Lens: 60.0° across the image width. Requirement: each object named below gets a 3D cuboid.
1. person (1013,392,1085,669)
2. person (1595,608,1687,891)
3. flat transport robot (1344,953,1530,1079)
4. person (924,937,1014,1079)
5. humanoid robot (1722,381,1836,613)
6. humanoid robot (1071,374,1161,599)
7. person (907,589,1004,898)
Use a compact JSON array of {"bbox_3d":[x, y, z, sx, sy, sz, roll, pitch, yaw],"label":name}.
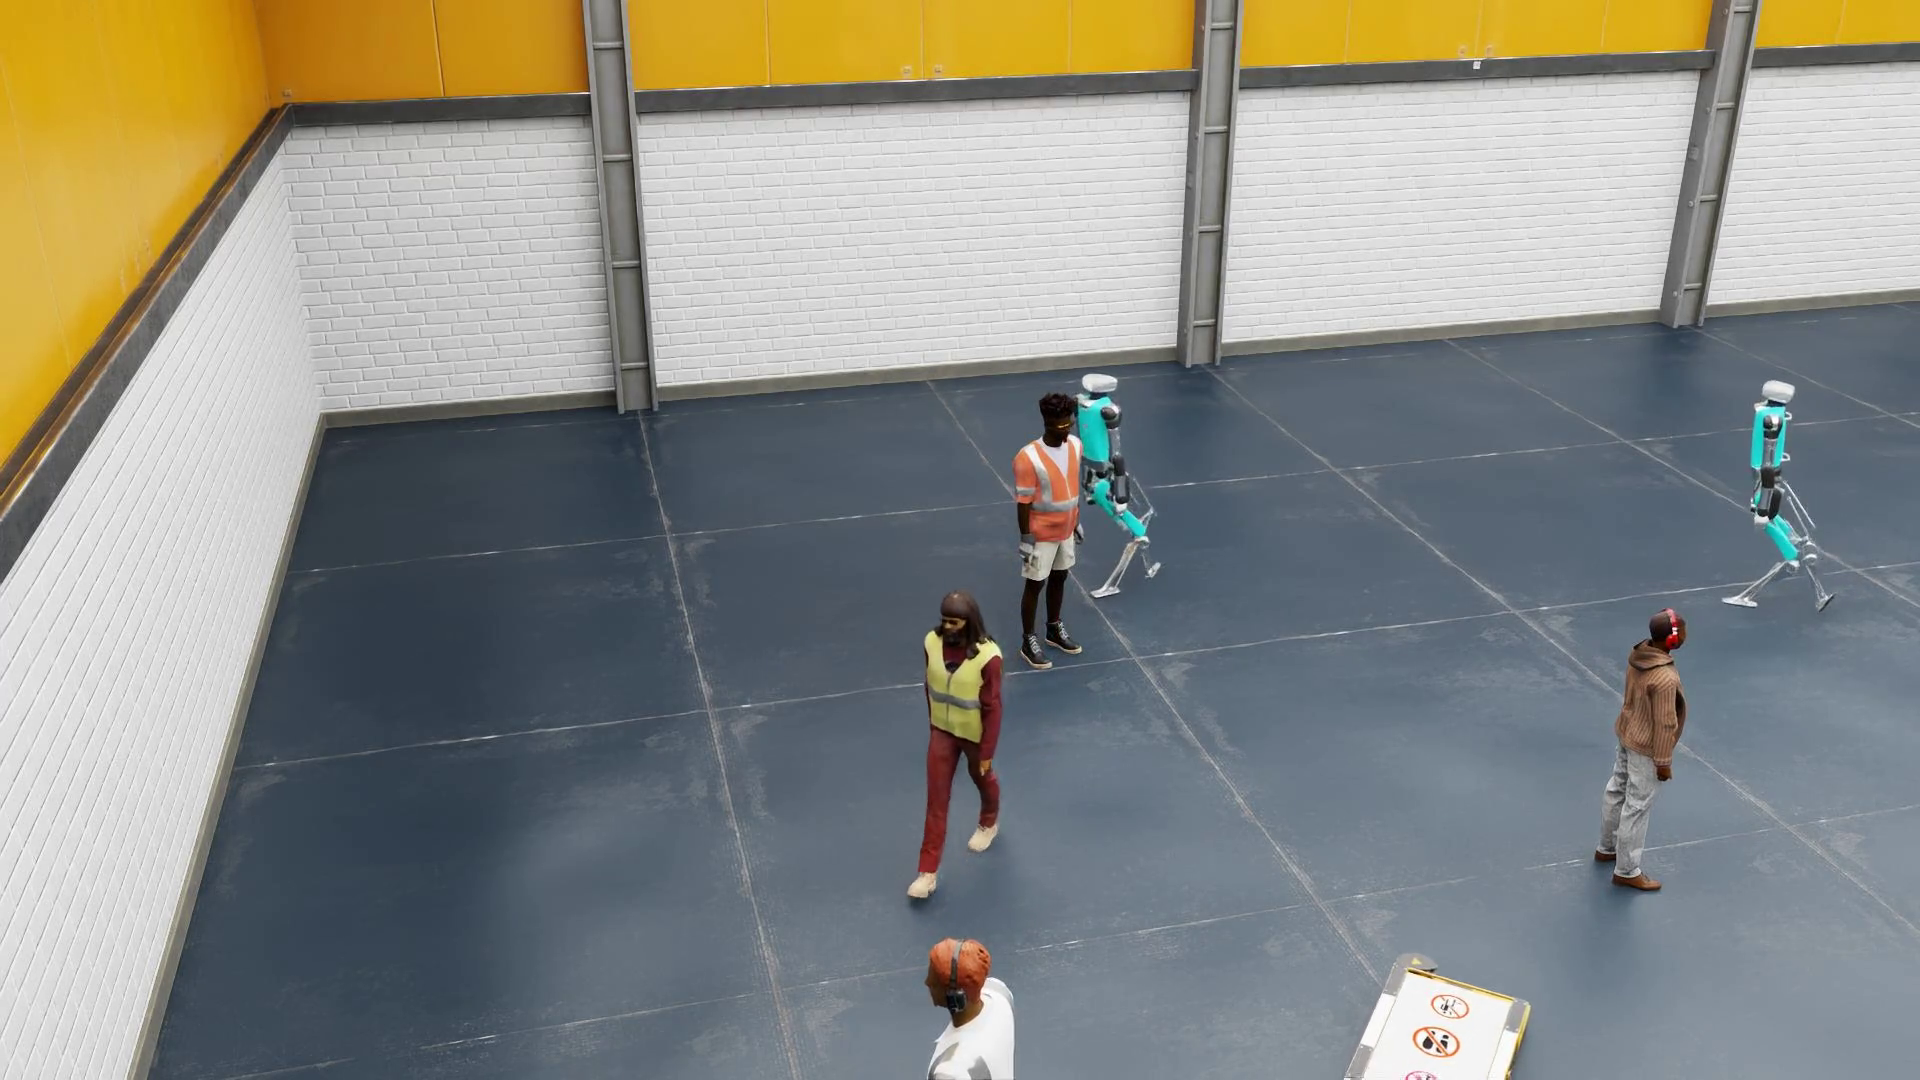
[{"bbox_3d":[0.628,-0.081,11.442,0.609,1.964,0.363,-21,32,-40],"label":"person"},{"bbox_3d":[3.725,1.128,9.079,0.338,1.651,0.457,-1,24,-2],"label":"person"},{"bbox_3d":[2.194,2.475,7.740,0.659,0.231,1.431,12,26,25],"label":"flat transport robot"},{"bbox_3d":[0.029,2.276,6.205,0.354,1.878,0.566,9,25,19],"label":"person"},{"bbox_3d":[6.164,-0.248,12.150,0.909,1.797,0.548,9,25,19],"label":"humanoid robot"},{"bbox_3d":[1.276,-0.411,12.559,0.868,1.843,0.576,-15,28,-30],"label":"humanoid robot"},{"bbox_3d":[0.002,1.076,9.116,0.490,1.717,0.924,11,26,24],"label":"person"}]
